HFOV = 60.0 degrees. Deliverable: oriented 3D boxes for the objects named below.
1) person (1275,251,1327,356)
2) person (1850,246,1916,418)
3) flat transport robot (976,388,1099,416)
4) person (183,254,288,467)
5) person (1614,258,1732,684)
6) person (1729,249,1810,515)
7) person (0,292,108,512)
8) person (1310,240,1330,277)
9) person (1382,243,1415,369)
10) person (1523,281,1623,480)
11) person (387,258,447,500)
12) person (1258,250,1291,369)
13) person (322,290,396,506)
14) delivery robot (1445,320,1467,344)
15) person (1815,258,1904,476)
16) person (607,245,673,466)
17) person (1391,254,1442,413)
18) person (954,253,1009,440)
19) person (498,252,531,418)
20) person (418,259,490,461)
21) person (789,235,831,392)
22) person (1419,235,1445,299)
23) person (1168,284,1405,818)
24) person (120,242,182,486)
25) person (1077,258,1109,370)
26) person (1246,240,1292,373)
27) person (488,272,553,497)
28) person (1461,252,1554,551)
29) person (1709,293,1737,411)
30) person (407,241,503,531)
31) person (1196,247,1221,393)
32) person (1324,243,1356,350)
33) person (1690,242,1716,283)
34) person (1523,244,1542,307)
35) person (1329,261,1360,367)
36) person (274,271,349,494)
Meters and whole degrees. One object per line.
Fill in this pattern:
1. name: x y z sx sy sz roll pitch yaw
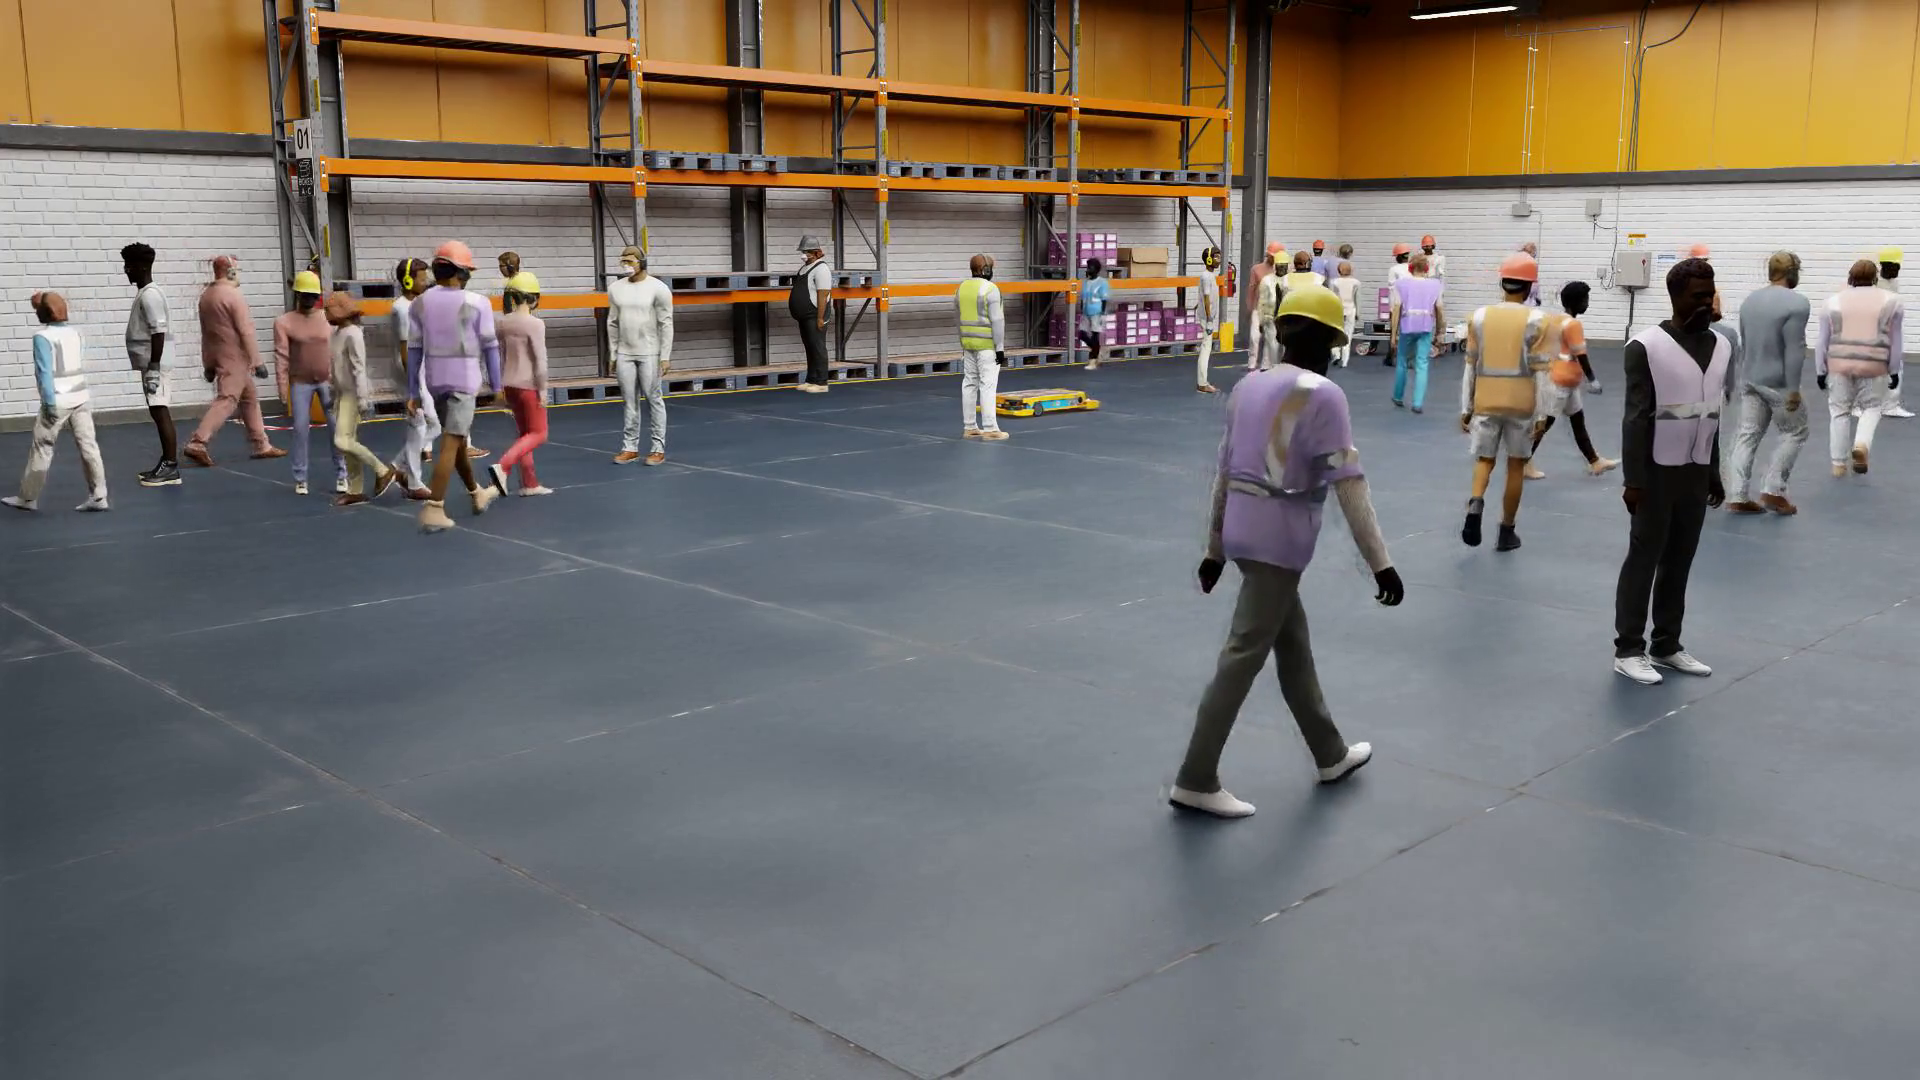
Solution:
1. person: 4.027 -2.478 19.614 0.619 1.839 0.430 3 11 17
2. person: 10.201 -2.261 18.255 0.609 1.897 0.791 -7 12 -33
3. flat transport robot: 0.879 -1.585 19.014 1.431 0.197 0.652 -10 15 -44
4. person: -6.492 -1.596 14.735 0.959 1.866 0.641 -10 14 -43
5. person: 3.246 -0.315 7.595 0.598 1.917 0.378 -5 12 -26
6. person: 5.870 -1.120 11.987 0.598 1.914 0.655 -3 11 -15
7. person: -6.634 -0.993 12.121 0.798 1.600 0.548 1 10 6
8. person: 6.785 -4.734 31.637 0.552 1.937 0.356 2 11 12
9. person: 6.783 -3.585 25.483 0.584 1.889 0.925 -1 10 -3
10. person: 5.035 -1.297 13.682 0.898 1.638 0.534 2 11 12
11. person: -4.148 -1.201 12.613 0.416 1.852 0.494 -1 10 -4
12. person: 4.289 -2.967 22.299 0.607 1.822 0.508 1 10 6
13. person: -4.561 -1.055 12.451 0.400 1.611 0.520 -7 13 -35
14. delivery robot: 8.672 -3.545 28.673 0.477 0.478 0.707 -8 13 -37
15. person: 7.474 -1.422 13.870 0.649 1.829 0.482 6 12 30
16. person: -2.820 -1.622 14.668 0.629 1.939 0.372 4 11 21
17. person: 5.262 -2.389 19.231 0.593 1.789 0.978 1 10 4
18. person: 0.228 -1.911 16.508 0.429 1.845 0.627 -9 14 -40
19. person: -4.936 -2.279 18.526 0.351 1.838 0.507 -5 11 -23
20. person: -4.668 -1.632 15.023 0.590 1.839 0.526 4 11 20
21. person: -1.947 -2.932 21.533 0.536 2.000 0.680 -5 11 -24
22. person: 8.756 -4.688 31.158 0.615 2.028 0.409 4 11 20
23. person: 1.149 0.041 5.856 0.960 1.847 0.744 -3 11 -18
24. person: -6.572 -1.426 13.521 0.361 1.963 0.616 -5 12 -26
25. person: 2.010 -3.394 24.997 0.394 1.683 0.551 -9 14 -42
26. person: 4.288 -3.199 23.246 0.651 1.951 0.498 4 11 21
27. person: -3.376 -1.162 12.694 0.528 1.752 0.598 8 13 37
28. person: 3.443 -0.854 10.534 0.556 1.917 0.601 7 12 33
29. person: 5.955 -1.202 13.336 0.515 1.588 0.864 3 11 14
30. person: -3.521 -1.083 11.620 0.602 1.978 1.097 3 11 18
31. person: 3.223 -2.836 21.474 0.328 1.872 0.513 1 10 7
32. person: 6.586 -4.240 29.095 0.663 1.886 0.910 10 14 44
33. person: 9.889 -3.050 22.479 0.658 1.944 0.843 -2 11 -10
34. person: 9.991 -4.244 29.153 0.895 1.856 0.787 9 14 39
35. person: 5.892 -3.463 25.556 0.522 1.619 0.385 0 10 2
36. person: -5.059 -1.223 13.010 0.523 1.751 0.384 -6 12 -29
